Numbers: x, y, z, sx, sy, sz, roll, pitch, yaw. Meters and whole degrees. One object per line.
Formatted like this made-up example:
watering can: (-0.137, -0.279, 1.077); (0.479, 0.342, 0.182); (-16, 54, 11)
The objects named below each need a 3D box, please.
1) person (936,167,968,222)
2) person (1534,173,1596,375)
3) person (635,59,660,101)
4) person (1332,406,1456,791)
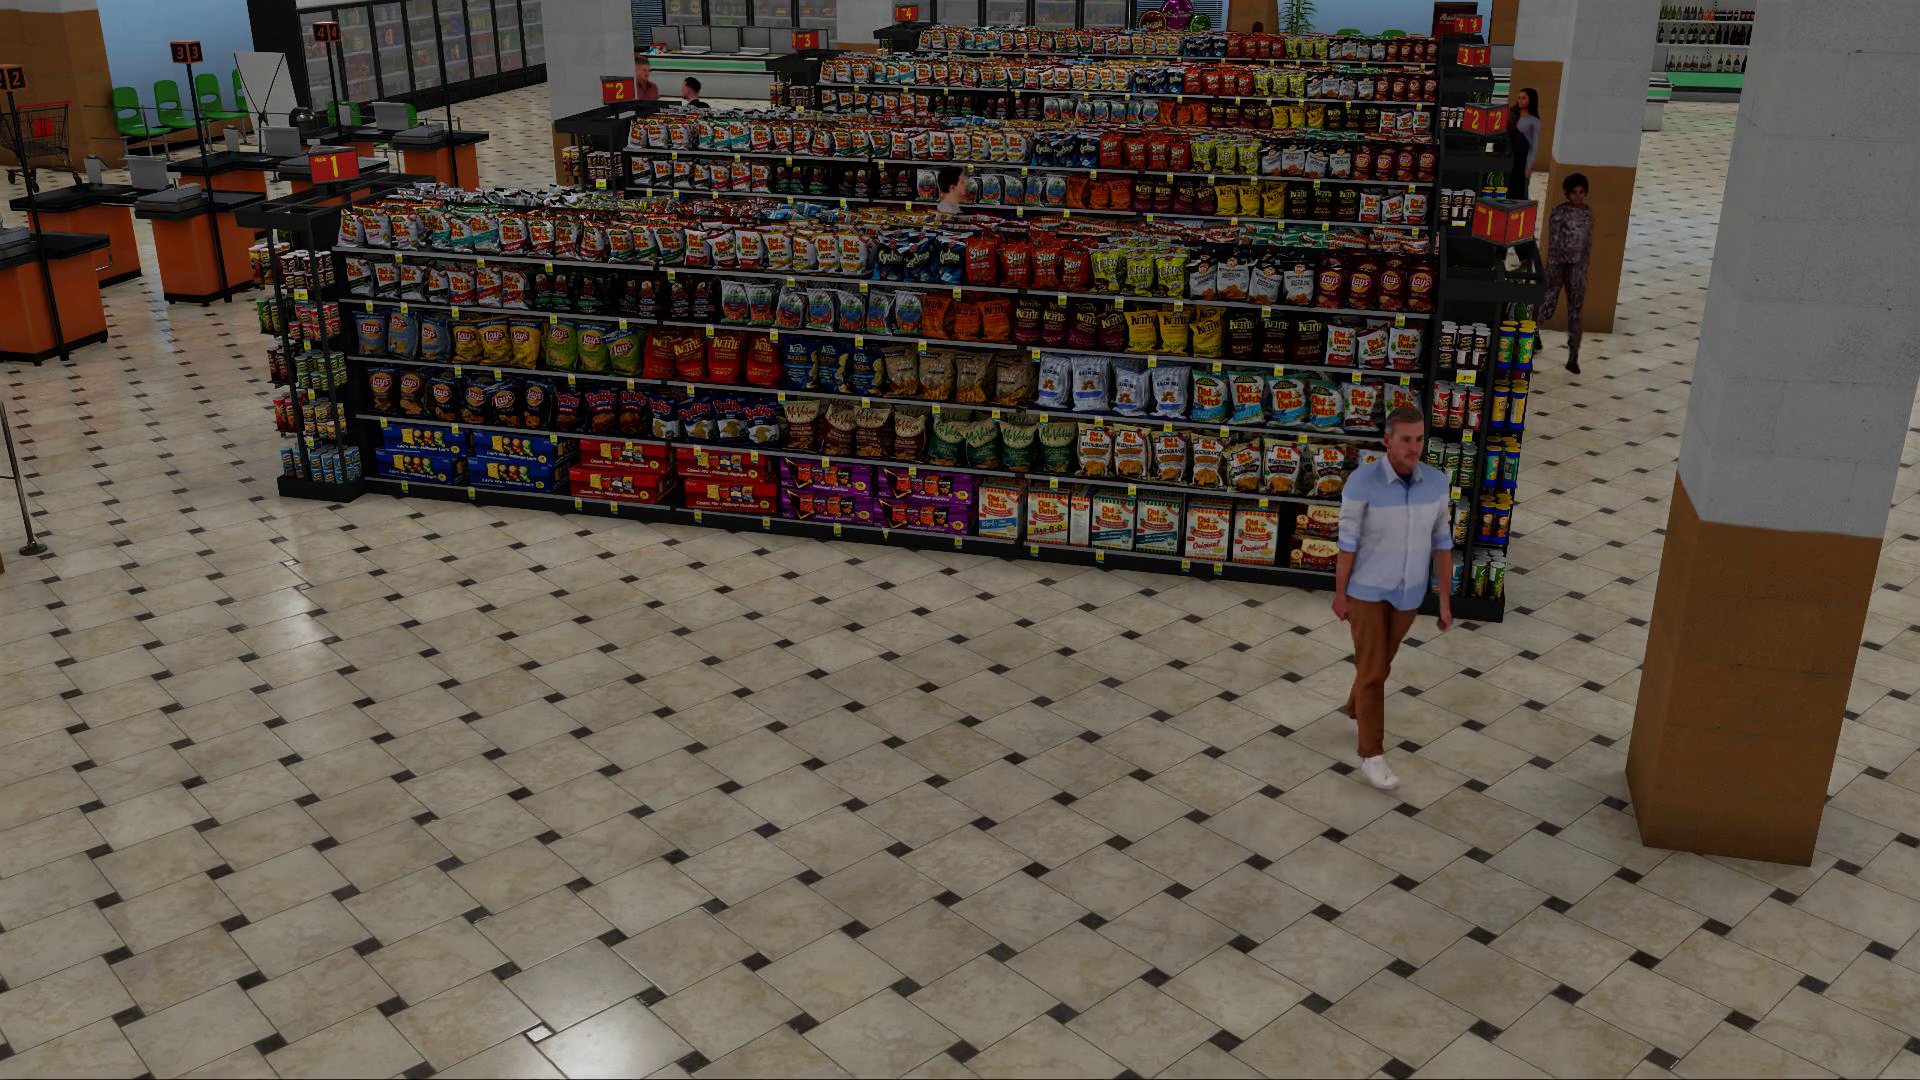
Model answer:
person: (-0.068, -2.128, 13.665); (0.714, 1.864, 0.742); (-4, 22, -10)
person: (5.171, -2.310, 14.362); (1.062, 1.681, 0.813); (-1, 22, -3)
person: (-4.190, -5.358, 21.784); (1.081, 1.804, 1.140); (-12, 25, -27)
person: (1.988, 0.201, 7.956); (1.038, 1.799, 1.041); (-7, 23, -18)
